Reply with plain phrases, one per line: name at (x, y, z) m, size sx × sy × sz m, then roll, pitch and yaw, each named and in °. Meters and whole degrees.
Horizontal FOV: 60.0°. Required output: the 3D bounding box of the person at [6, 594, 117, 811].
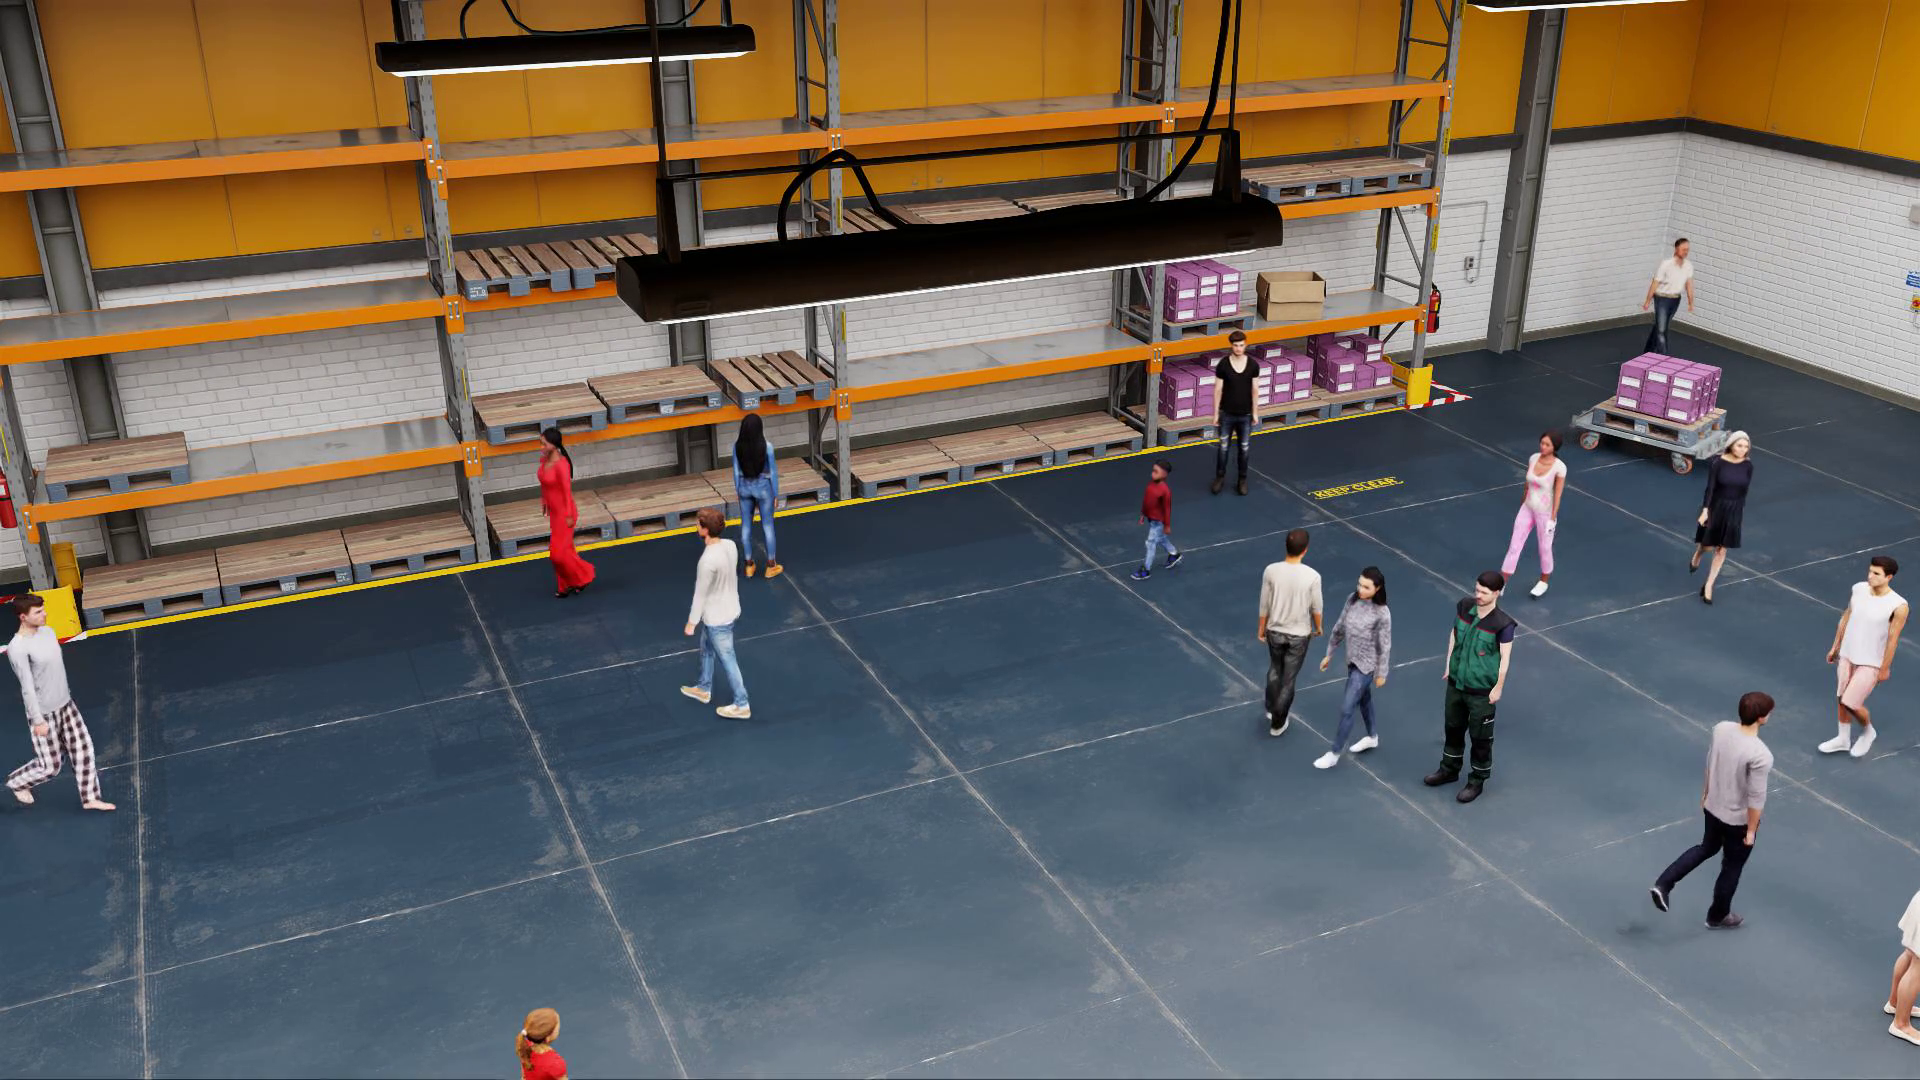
person at (-6.927, 1.264, 12.518) m, size 1.114 × 1.826 × 0.972 m, roll 3°, pitch 24°, yaw 7°

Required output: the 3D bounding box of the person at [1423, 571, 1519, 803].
person at (3.964, 1.093, 12.814) m, size 0.646 × 1.901 × 0.713 m, roll -17°, pitch 29°, yaw -33°

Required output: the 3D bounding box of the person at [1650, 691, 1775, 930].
person at (5.101, 1.841, 11.190) m, size 0.948 × 1.831 × 0.748 m, roll -6°, pitch 24°, yaw -14°

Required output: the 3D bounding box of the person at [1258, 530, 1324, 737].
person at (2.668, 0.804, 13.616) m, size 0.791 × 1.788 × 0.840 m, roll 11°, pitch 26°, yaw 23°

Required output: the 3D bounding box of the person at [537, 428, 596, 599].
person at (-3.768, -0.256, 16.058) m, size 0.775 × 1.774 × 0.722 m, roll -18°, pitch 29°, yaw -35°

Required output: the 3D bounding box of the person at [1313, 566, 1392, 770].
person at (3.296, 0.980, 13.325) m, size 0.953 × 1.699 × 0.627 m, roll -10°, pitch 26°, yaw -22°

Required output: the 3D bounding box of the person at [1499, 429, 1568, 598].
person at (5.669, -0.252, 16.120) m, size 1.038 × 1.719 × 0.738 m, roll -16°, pitch 28°, yaw -32°

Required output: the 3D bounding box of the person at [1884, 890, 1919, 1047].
person at (6.026, 2.305, 10.276) m, size 0.776 × 1.712 × 0.708 m, roll 9°, pitch 25°, yaw 21°

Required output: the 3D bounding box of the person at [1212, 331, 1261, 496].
person at (3.076, -1.435, 18.612) m, size 0.681 × 1.890 × 0.815 m, roll 1°, pitch 24°, yaw 3°

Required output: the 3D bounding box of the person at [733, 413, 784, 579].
person at (-2.031, -0.447, 16.574) m, size 0.656 × 1.711 × 0.739 m, roll 5°, pitch 24°, yaw 12°

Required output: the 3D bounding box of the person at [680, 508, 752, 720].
person at (-1.922, 0.645, 13.865) m, size 1.062 × 1.879 × 0.967 m, roll 5°, pitch 24°, yaw 11°

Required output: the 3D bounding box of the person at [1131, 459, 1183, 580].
person at (2.026, -0.240, 16.675) m, size 0.862 × 1.251 × 0.531 m, roll -9°, pitch 25°, yaw -19°

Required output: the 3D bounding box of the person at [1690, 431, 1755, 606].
person at (7.346, -0.257, 16.110) m, size 0.900 × 1.735 × 0.905 m, roll 2°, pitch 24°, yaw 5°

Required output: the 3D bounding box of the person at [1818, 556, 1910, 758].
person at (7.319, 0.932, 13.341) m, size 0.750 × 1.773 × 0.696 m, roll -6°, pitch 24°, yaw -14°

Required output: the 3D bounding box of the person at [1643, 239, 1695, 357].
person at (9.700, -3.283, 22.951) m, size 1.226 × 1.800 × 1.000 m, roll -3°, pitch 24°, yaw -7°

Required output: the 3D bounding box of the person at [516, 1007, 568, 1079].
person at (-2.272, 3.120, 8.958) m, size 0.741 × 1.275 × 0.960 m, roll 18°, pitch 29°, yaw 35°
